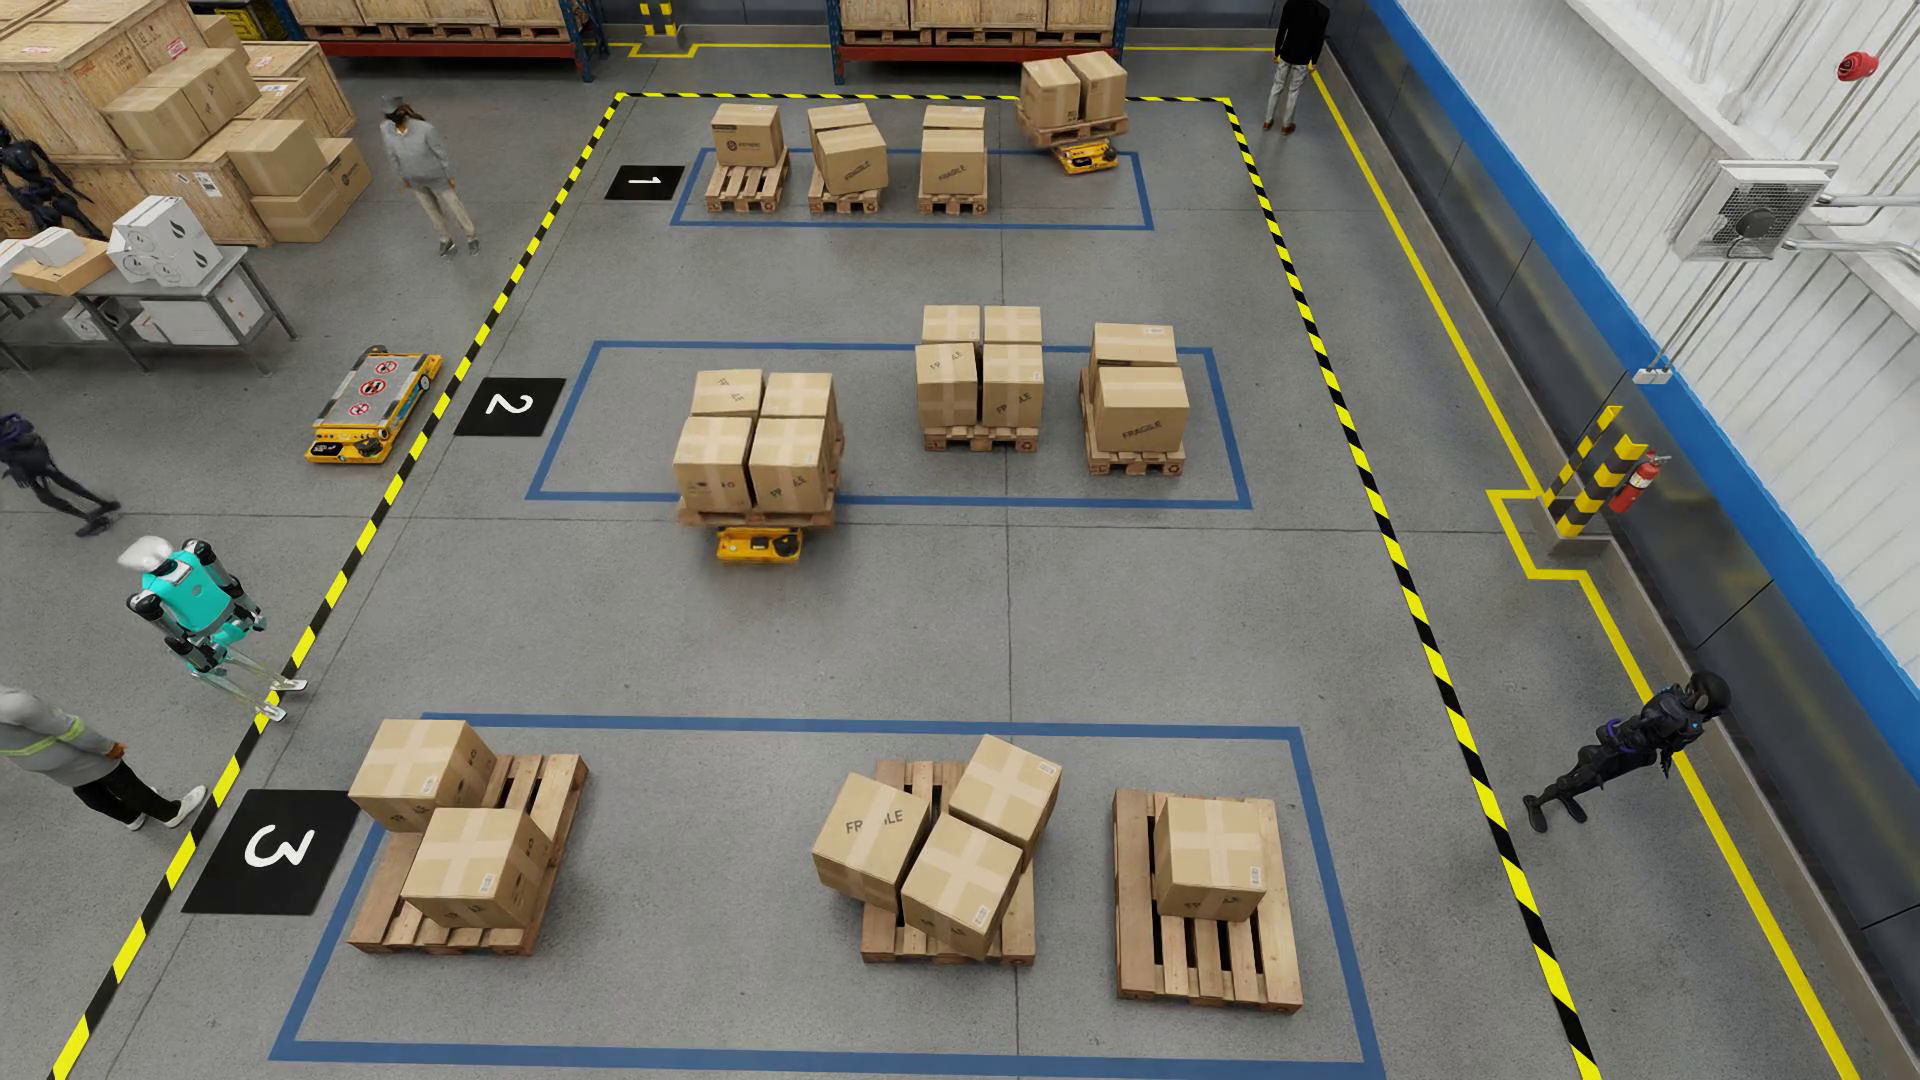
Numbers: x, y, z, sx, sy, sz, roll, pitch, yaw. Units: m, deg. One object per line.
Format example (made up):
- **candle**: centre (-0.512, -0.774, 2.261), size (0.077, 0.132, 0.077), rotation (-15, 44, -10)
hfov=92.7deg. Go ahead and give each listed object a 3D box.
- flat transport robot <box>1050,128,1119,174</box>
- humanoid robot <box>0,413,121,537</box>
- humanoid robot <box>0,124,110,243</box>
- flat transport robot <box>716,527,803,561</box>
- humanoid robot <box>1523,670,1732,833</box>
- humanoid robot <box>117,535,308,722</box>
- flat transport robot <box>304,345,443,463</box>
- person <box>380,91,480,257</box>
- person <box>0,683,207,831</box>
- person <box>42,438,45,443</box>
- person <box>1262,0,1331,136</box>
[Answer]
- **flat transport robot**: centre (1.423, -5.152, 11.708), size (0.652, 0.197, 1.431), rotation (-15, 51, -13)
- **humanoid robot**: centre (-7.237, -0.723, 7.059), size (0.374, 1.638, 0.608), rotation (-31, 57, -24)
- **humanoid robot**: centre (-9.427, -3.525, 9.462), size (0.790, 1.632, 0.595), rotation (9, 50, 8)
- **flat transport robot**: centre (-1.602, -0.434, 7.716), size (0.652, 0.197, 1.431), rotation (1, 50, 1)
- **humanoid robot**: centre (3.924, 1.252, 5.375), size (0.599, 1.657, 0.315), rotation (-7, 50, -6)
- **humanoid robot**: centre (-4.862, 0.558, 5.845), size (0.735, 1.677, 0.533), rotation (9, 50, 8)
- **flat transport robot**: centre (-5.383, -1.269, 8.441), size (0.659, 0.231, 1.431), rotation (1, 50, 1)
- **person**: centre (-5.575, -3.815, 9.610), size (0.568, 1.769, 0.398), rotation (0, 50, 0)
- **person**: centre (-5.225, 1.186, 5.326), size (0.590, 1.852, 0.372), rotation (0, 50, 0)
- **person**: centre (-8.461, -1.425, 7.428), size (0.620, 2.030, 0.433), rotation (-18, 52, -15)
- **person**: centre (4.186, -6.027, 11.409), size (0.590, 1.884, 0.361), rotation (27, 55, 21)
